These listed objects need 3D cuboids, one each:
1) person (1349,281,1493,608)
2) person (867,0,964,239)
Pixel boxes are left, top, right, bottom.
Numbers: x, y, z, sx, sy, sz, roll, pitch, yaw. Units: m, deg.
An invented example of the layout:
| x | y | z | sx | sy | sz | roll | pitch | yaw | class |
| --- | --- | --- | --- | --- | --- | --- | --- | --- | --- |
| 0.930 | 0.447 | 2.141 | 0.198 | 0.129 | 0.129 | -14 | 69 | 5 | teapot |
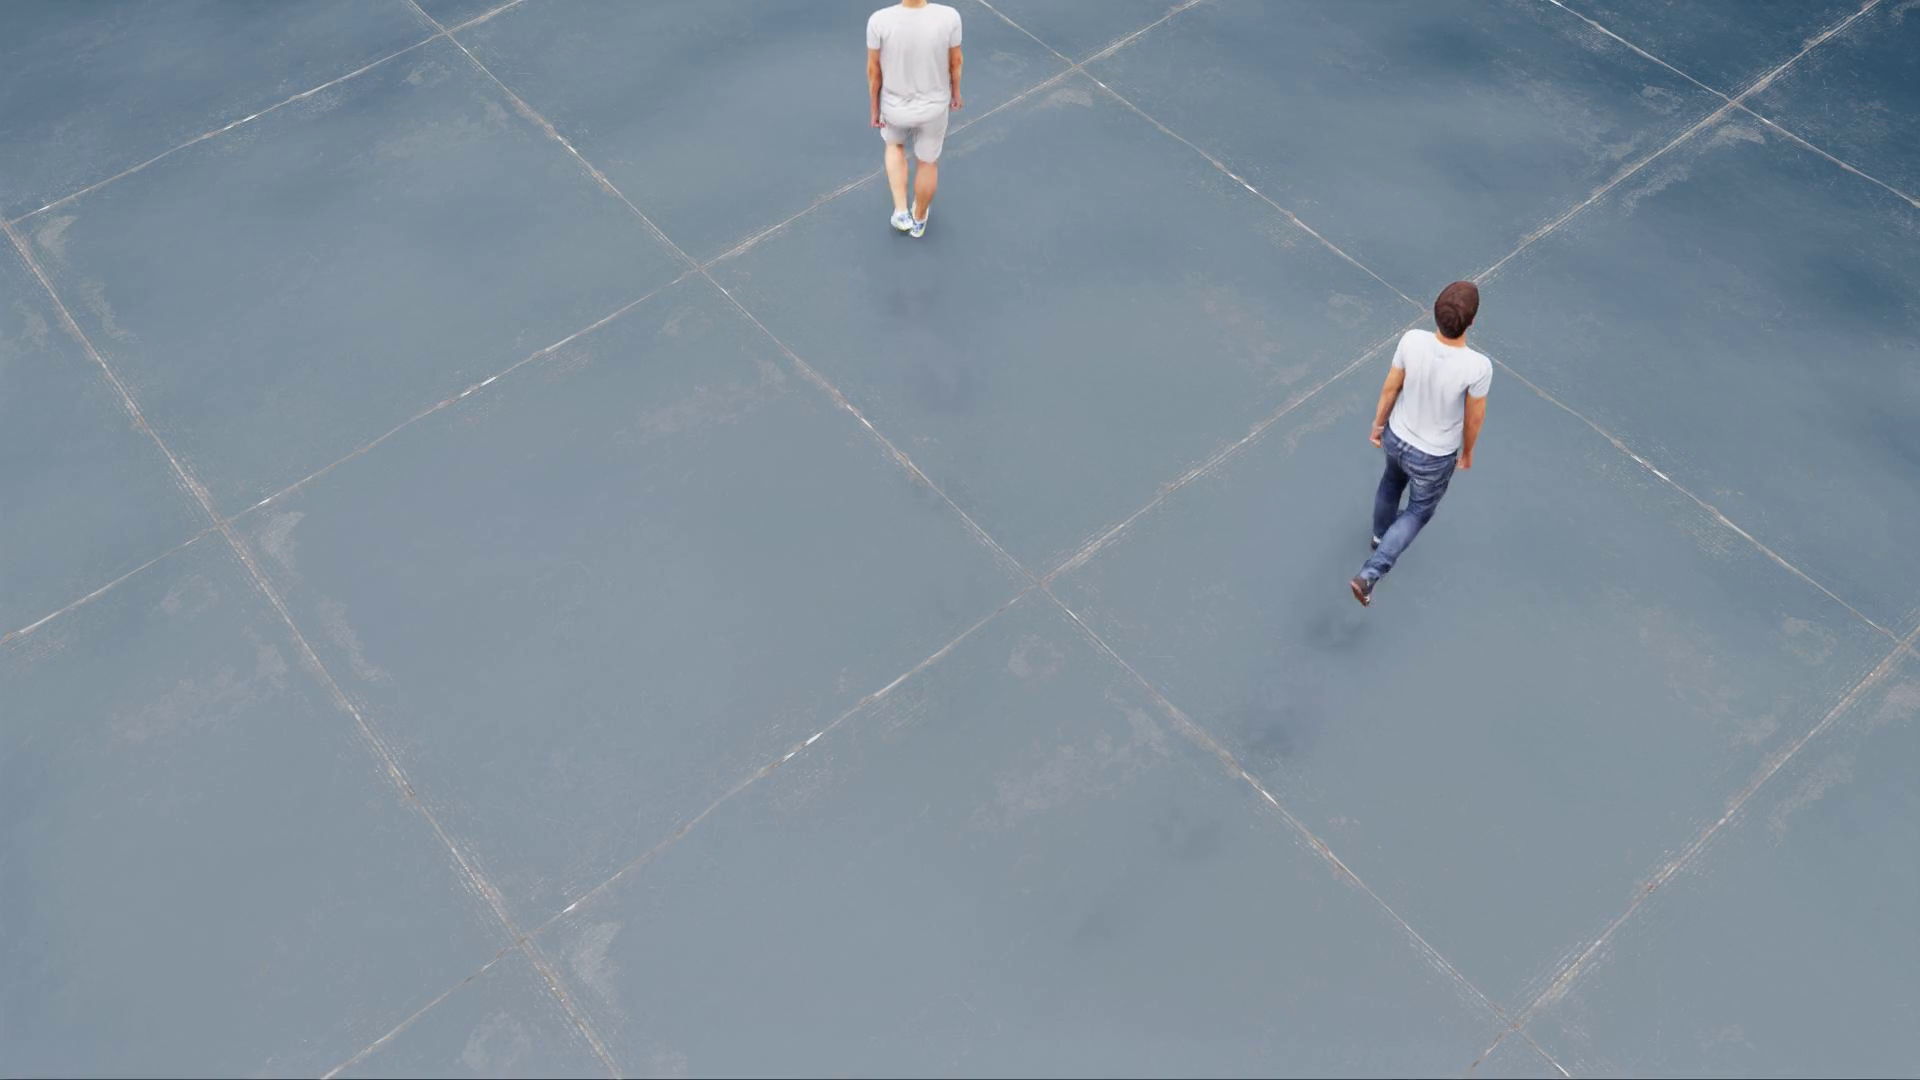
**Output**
| x | y | z | sx | sy | sz | roll | pitch | yaw | class |
| --- | --- | --- | --- | --- | --- | --- | --- | --- | --- |
| 2.096 | -0.400 | 7.685 | 0.761 | 1.846 | 1.060 | 32 | 59 | 22 | person |
| -0.241 | -2.378 | 9.217 | 0.822 | 1.844 | 0.896 | -3 | 52 | -2 | person |
